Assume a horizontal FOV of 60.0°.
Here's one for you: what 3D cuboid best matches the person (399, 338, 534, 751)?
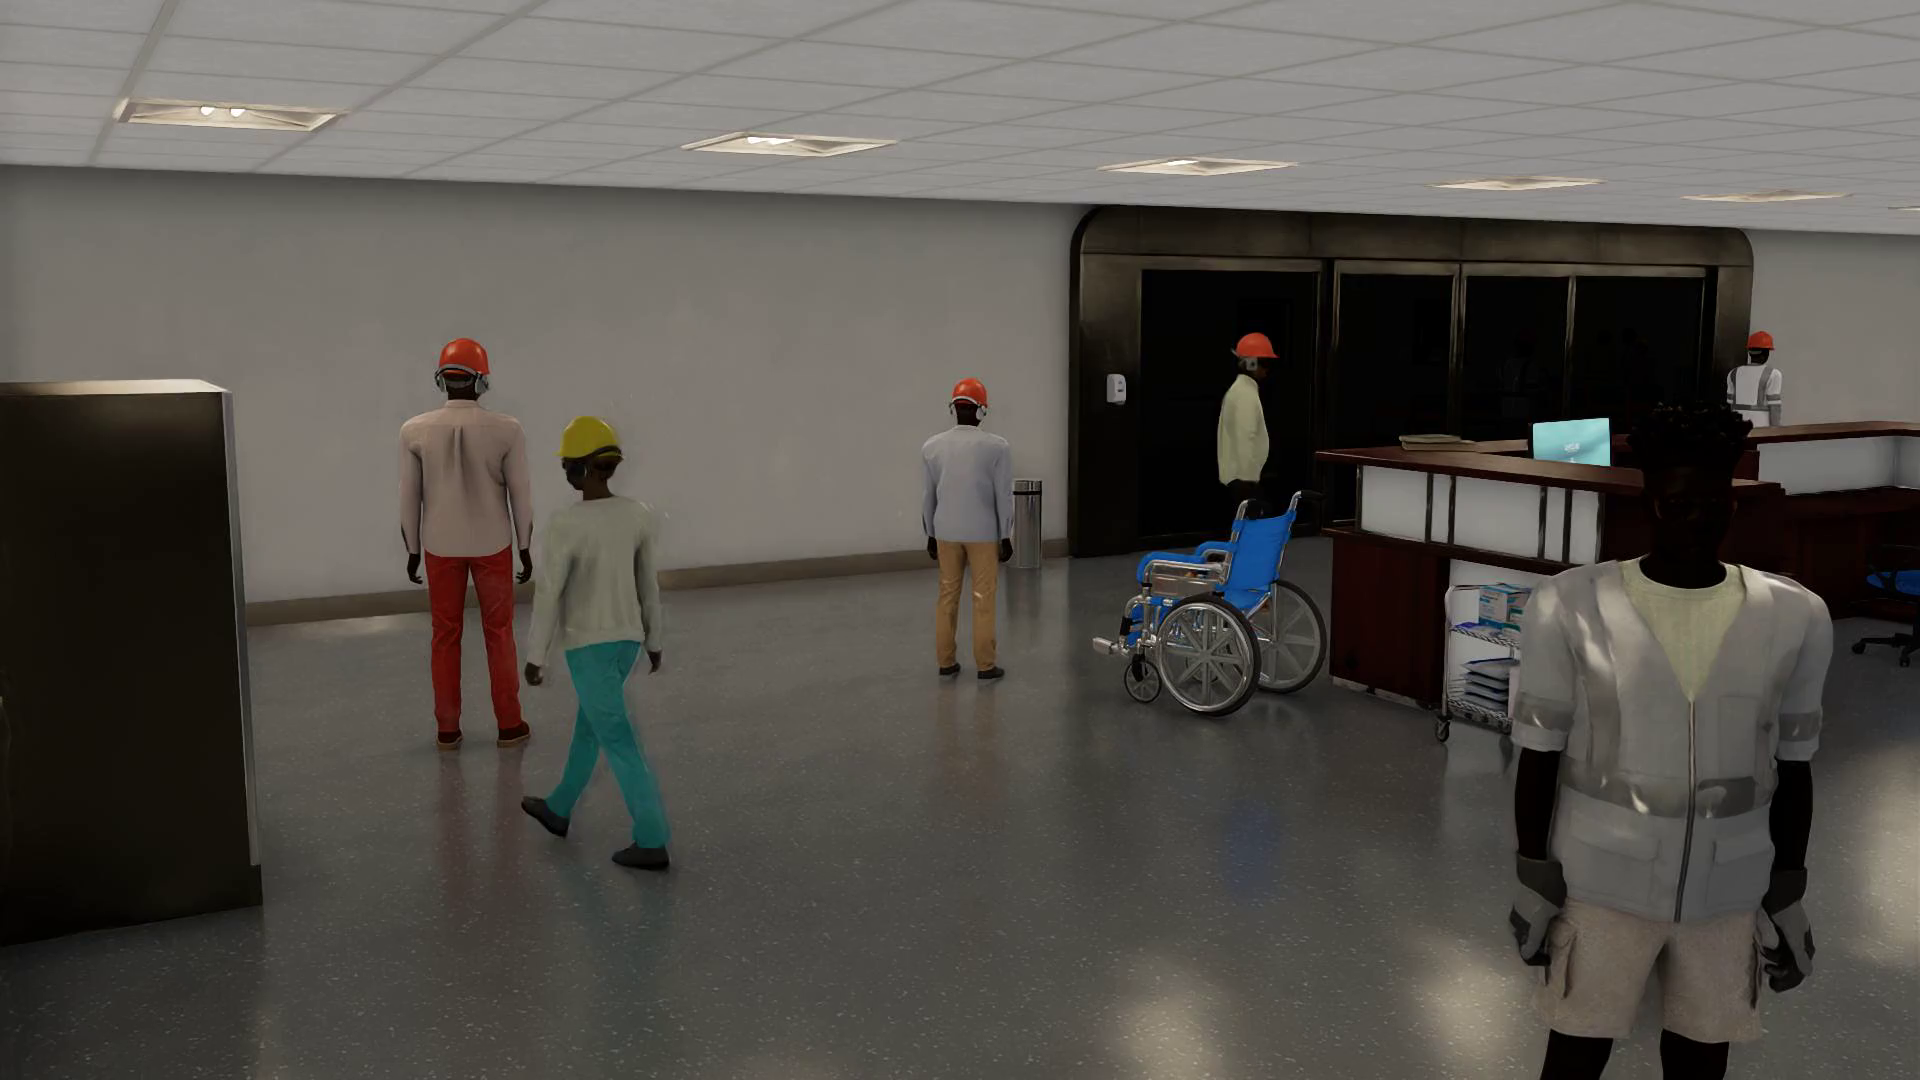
[{"bbox_3d":[-2.380,0.024,8.068,0.618,1.993,0.396,-1,8,-8],"label":"person"}]

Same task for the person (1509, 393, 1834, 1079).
[{"bbox_3d":[1.425,0.686,3.380,0.608,1.965,0.370,1,8,8],"label":"person"}]

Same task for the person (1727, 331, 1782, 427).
[{"bbox_3d":[7.751,-1.068,16.235,0.389,1.930,0.550,-5,9,-30],"label":"person"}]

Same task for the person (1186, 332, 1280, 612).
[{"bbox_3d":[1.944,-0.459,11.625,0.544,1.977,0.634,1,8,9],"label":"person"}]

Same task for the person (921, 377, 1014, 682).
[{"bbox_3d":[0.056,-0.061,9.582,0.564,1.743,0.352,3,9,24],"label":"person"}]

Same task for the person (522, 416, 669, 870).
[{"bbox_3d":[-1.444,0.382,6.440,0.895,1.711,0.543,5,9,32],"label":"person"}]
